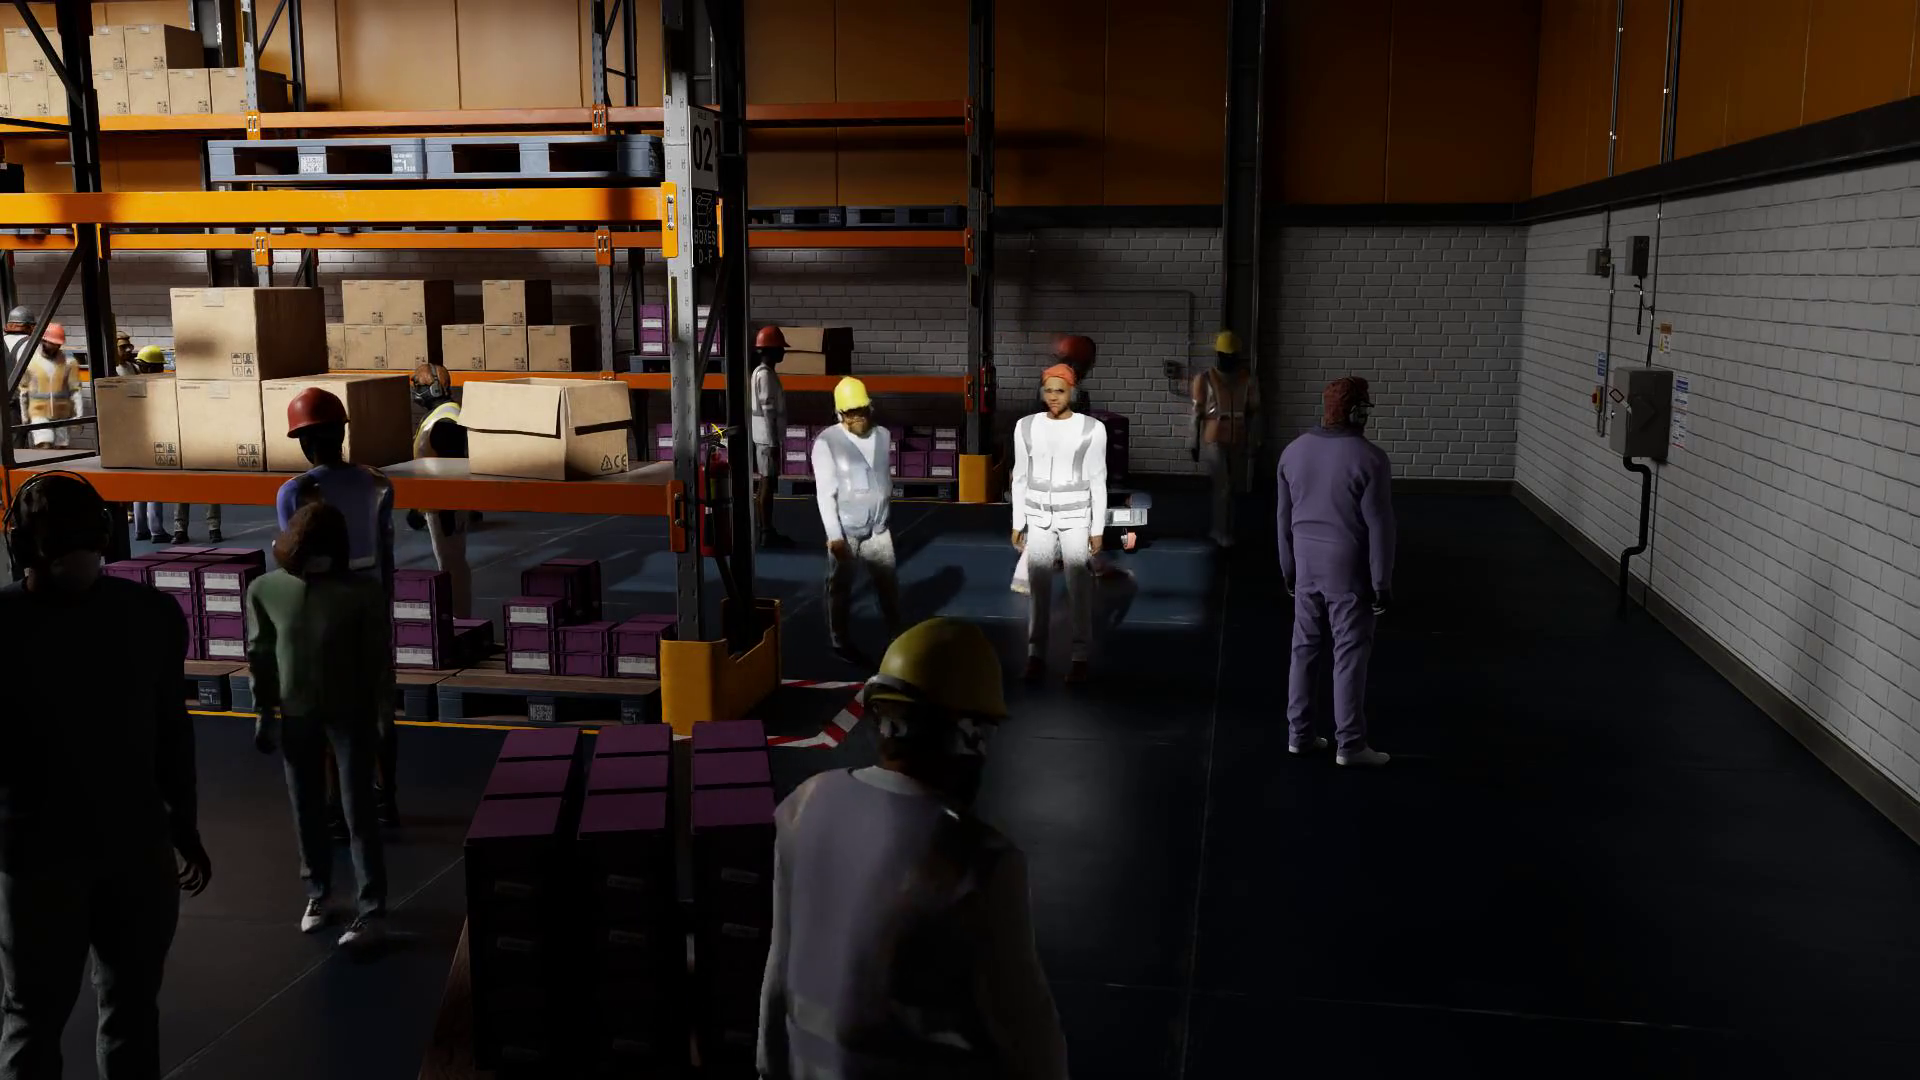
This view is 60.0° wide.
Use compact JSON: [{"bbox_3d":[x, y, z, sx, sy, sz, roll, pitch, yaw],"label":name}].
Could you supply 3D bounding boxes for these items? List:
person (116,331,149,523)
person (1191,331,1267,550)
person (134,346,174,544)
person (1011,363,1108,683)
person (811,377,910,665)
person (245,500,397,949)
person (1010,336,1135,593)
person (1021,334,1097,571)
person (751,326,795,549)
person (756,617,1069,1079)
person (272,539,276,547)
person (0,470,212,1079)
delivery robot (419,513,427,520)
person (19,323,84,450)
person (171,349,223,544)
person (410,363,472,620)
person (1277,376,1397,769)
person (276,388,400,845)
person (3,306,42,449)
[{"bbox_3d":[-8.058,-1.087,16.033,0.351,1.846,0.506,3,10,18],"label":"person"},{"bbox_3d":[2.365,-0.865,14.533,0.598,1.890,0.872,-3,10,-19],"label":"person"},{"bbox_3d":[-7.200,-0.853,14.864,0.522,1.758,0.350,7,11,37],"label":"person"},{"bbox_3d":[0.582,-0.099,9.813,0.579,1.878,0.345,3,10,21],"label":"person"},{"bbox_3d":[-0.549,-0.074,9.942,0.605,1.781,0.887,-8,12,-40],"label":"person"},{"bbox_3d":[-2.293,0.656,5.947,0.532,1.616,0.498,0,9,0],"label":"person"},{"bbox_3d":[0.829,-0.556,12.460,1.048,1.938,0.647,-3,10,-18],"label":"person"},{"bbox_3d":[0.819,-0.688,13.337,0.533,1.914,0.665,1,9,7],"label":"person"},{"bbox_3d":[-1.641,-0.896,14.560,0.368,1.935,0.553,-2,9,-13],"label":"person"},{"bbox_3d":[-0.058,1.033,3.064,0.761,1.777,0.710,-8,12,-42],"label":"person"},{"bbox_3d":[-5.451,-0.734,13.994,0.995,1.800,0.644,3,10,18],"label":"person"},{"bbox_3d":[-2.174,0.786,4.120,0.355,1.938,0.634,7,11,36],"label":"person"},{"bbox_3d":[-4.803,-0.434,15.684,0.477,0.478,0.707,4,10,21],"label":"delivery robot"},{"bbox_3d":[-9.319,-1.277,17.075,0.567,1.878,0.930,-6,11,-34],"label":"person"},{"bbox_3d":[-6.819,-0.881,14.788,0.588,1.835,0.403,-3,10,-18],"label":"person"},{"bbox_3d":[-3.325,-0.217,10.680,0.428,1.836,0.627,-3,10,-20],"label":"person"},{"bbox_3d":[1.862,0.155,8.142,0.402,1.906,0.652,-8,12,-39],"label":"person"},{"bbox_3d":[-2.645,0.322,7.040,0.374,1.928,0.543,6,11,31],"label":"person"},{"bbox_3d":[-10.317,-1.571,18.433,0.688,2.000,0.536,1,9,6],"label":"person"}]
